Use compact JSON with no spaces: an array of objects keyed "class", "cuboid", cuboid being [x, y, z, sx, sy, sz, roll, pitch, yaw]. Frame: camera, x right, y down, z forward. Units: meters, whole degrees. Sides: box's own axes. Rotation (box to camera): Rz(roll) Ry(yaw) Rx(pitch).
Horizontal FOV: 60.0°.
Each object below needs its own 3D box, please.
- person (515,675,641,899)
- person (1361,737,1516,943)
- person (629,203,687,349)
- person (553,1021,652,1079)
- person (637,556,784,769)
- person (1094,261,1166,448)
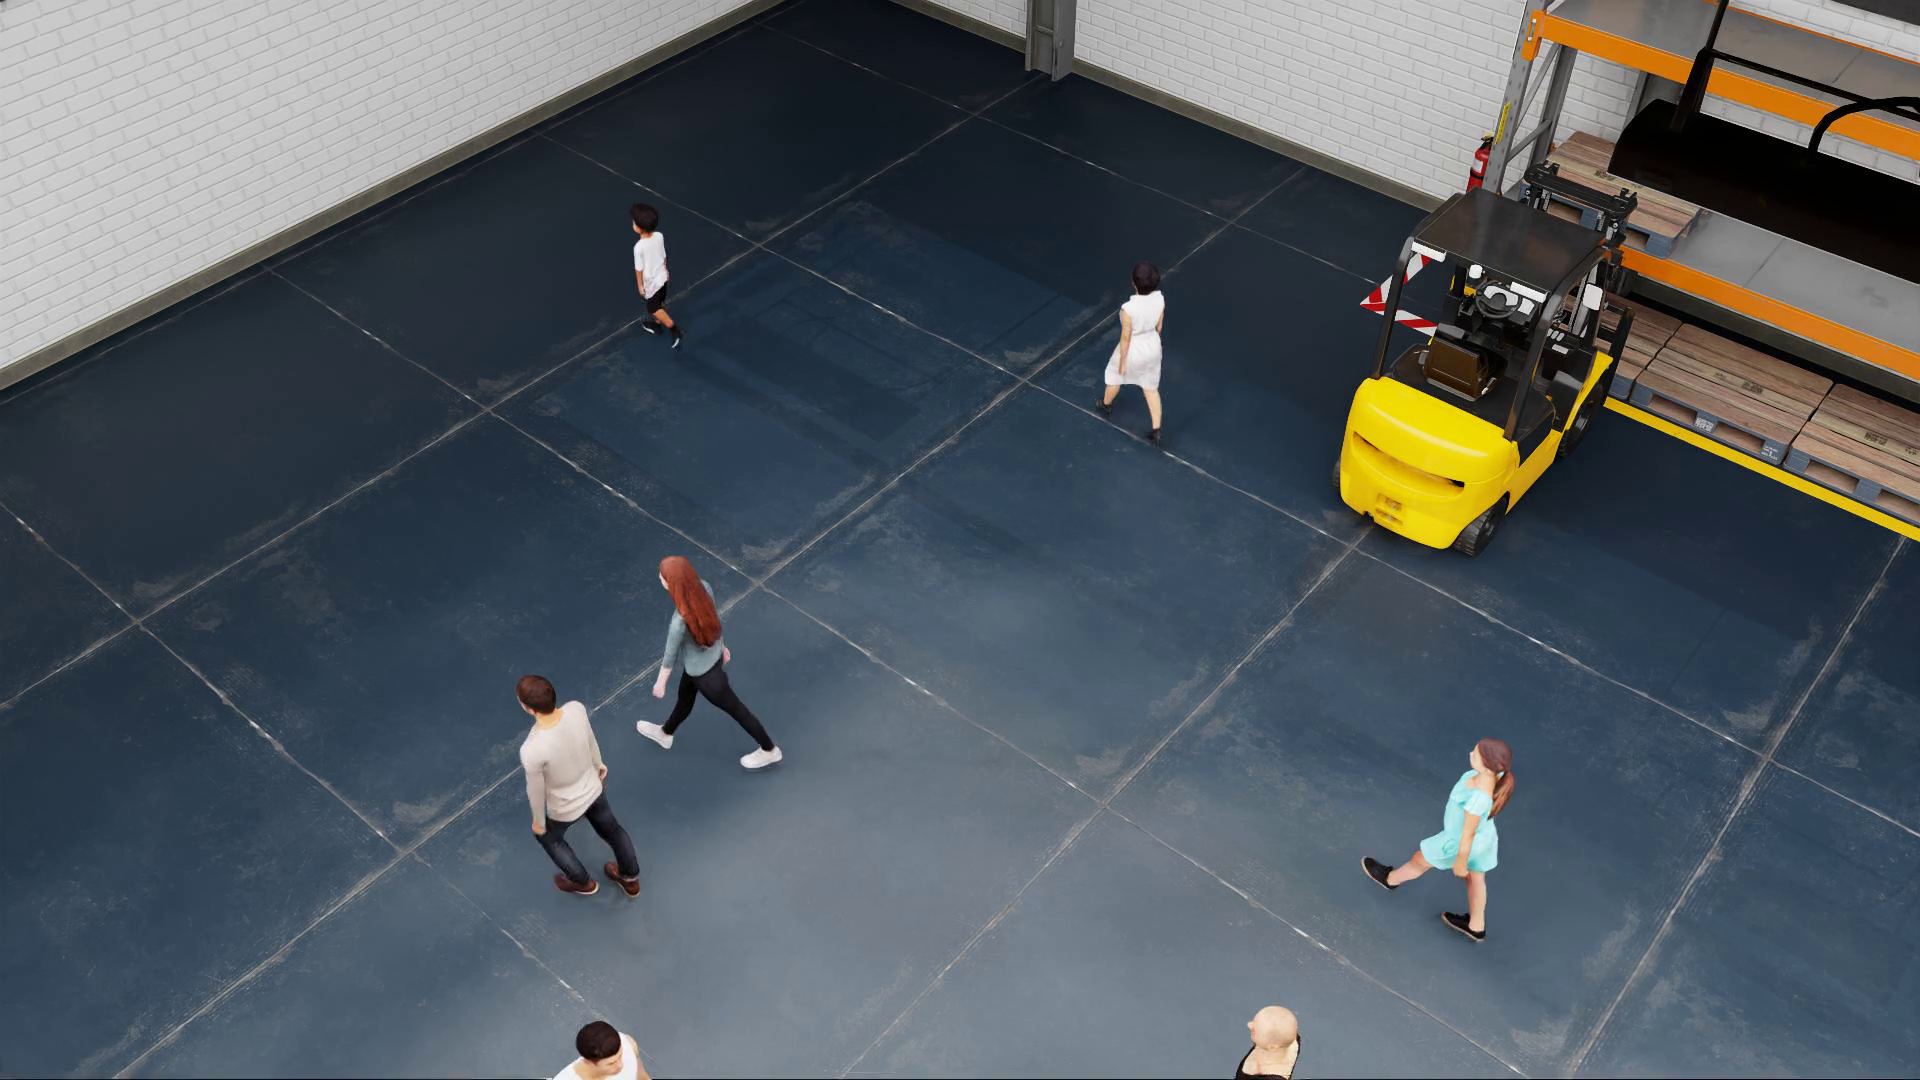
[{"class":"person","cuboid":[-2.071,1.454,9.119,0.760,1.840,0.749,26,49,25]},{"class":"person","cuboid":[2.844,1.671,9.121,0.997,1.521,0.567,31,52,29]},{"class":"person","cuboid":[-2.408,-2.094,13.271,0.776,1.249,0.530,26,49,24]},{"class":"person","cuboid":[-1.699,2.724,7.840,0.683,1.764,0.741,-34,53,-31]},{"class":"person","cuboid":[-1.441,0.799,9.923,1.260,1.679,0.961,9,44,9]},{"class":"person","cuboid":[1.366,-1.343,12.286,0.772,1.520,1.007,-22,48,-21]}]
